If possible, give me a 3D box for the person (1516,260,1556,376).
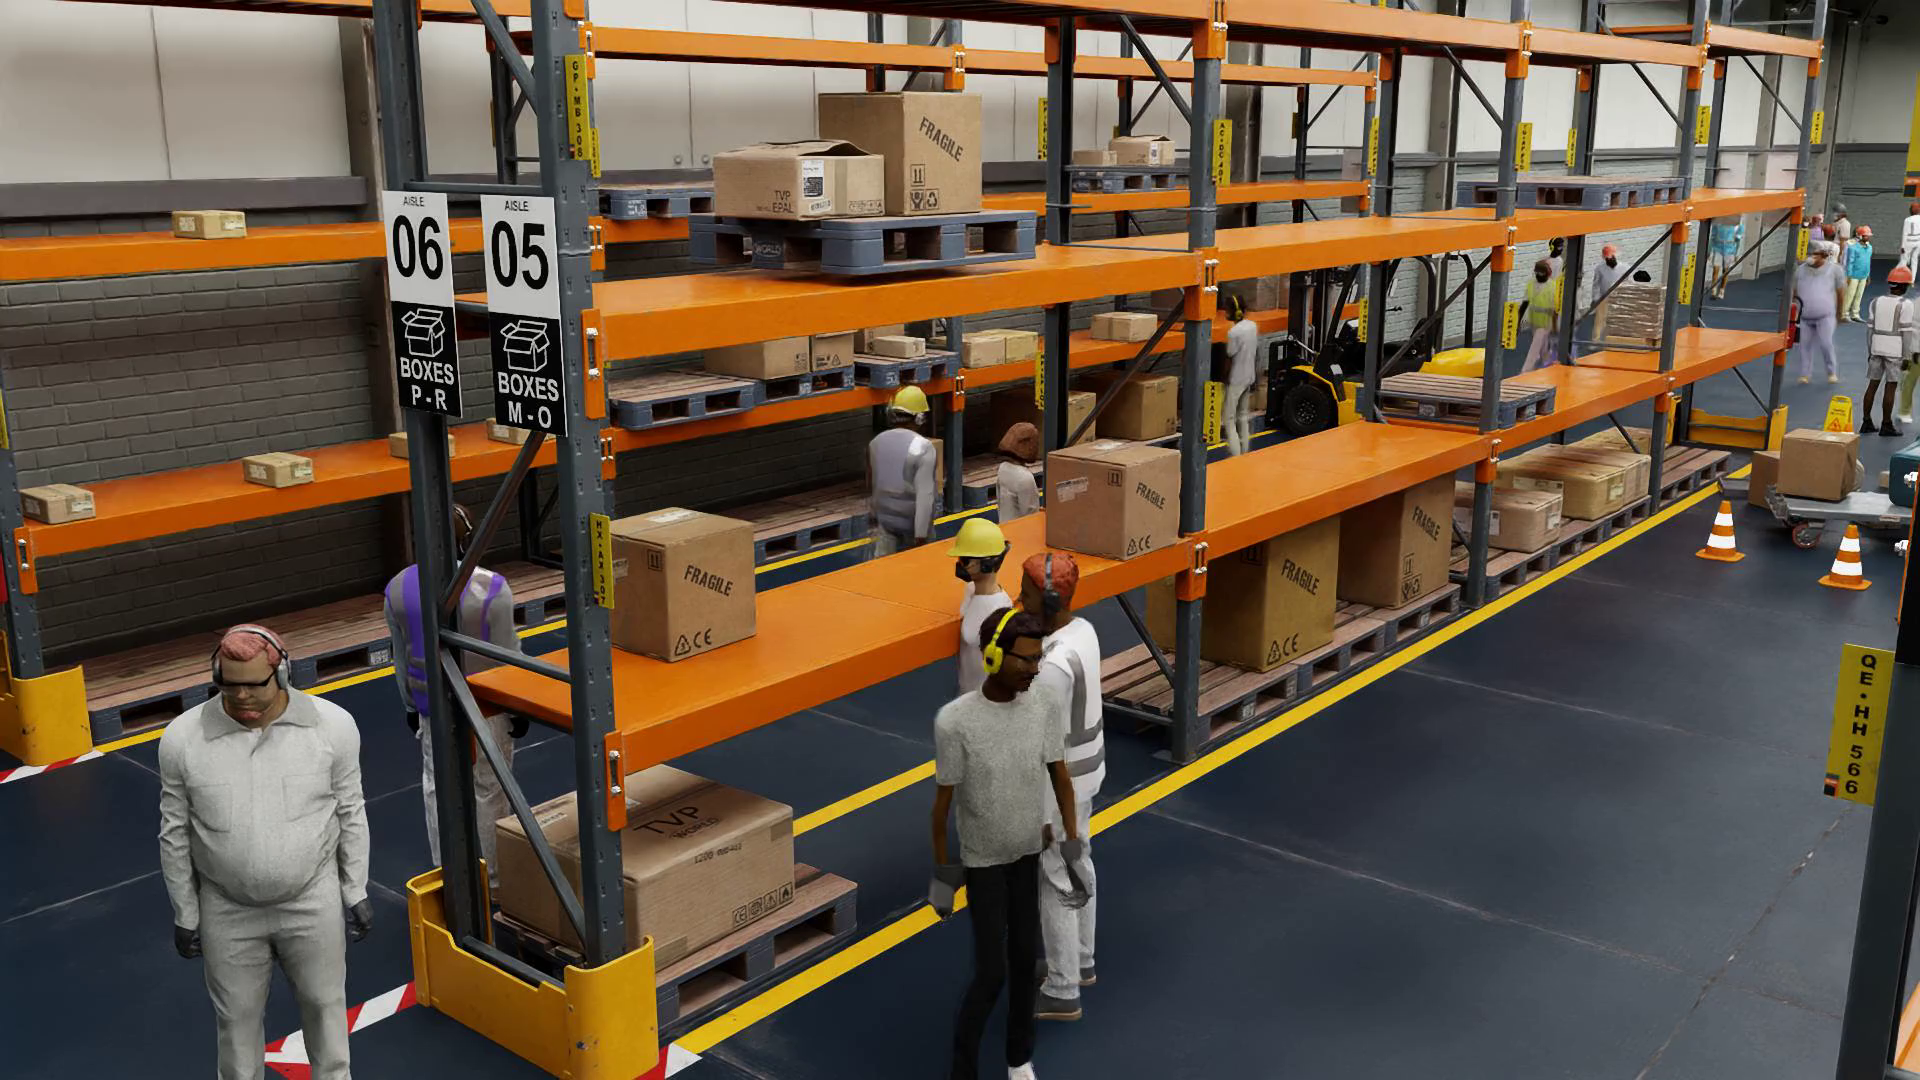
[{"bbox_3d":[7.705,-2.839,22.171,0.936,1.778,0.664,-6,15,-22],"label":"person"}]

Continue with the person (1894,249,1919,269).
[{"bbox_3d":[22.301,-6.924,38.669,0.875,1.851,0.603,-1,14,-3],"label":"person"}]

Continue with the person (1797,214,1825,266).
[{"bbox_3d":[16.379,-5.305,31.970,0.398,1.899,0.651,-3,14,-13],"label":"person"}]

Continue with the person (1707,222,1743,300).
[{"bbox_3d":[15.781,-5.938,34.343,0.628,1.987,1.007,6,15,23],"label":"person"}]

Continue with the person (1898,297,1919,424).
[{"bbox_3d":[11.451,-2.243,19.544,0.600,1.867,1.019,0,14,1],"label":"person"}]

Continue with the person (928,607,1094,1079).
[{"bbox_3d":[0.174,1.155,5.777,0.531,1.853,0.504,-10,17,-34],"label":"person"}]

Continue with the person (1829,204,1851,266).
[{"bbox_3d":[17.949,-5.941,34.259,0.534,2.000,0.891,3,14,11],"label":"person"}]

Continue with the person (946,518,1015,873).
[{"bbox_3d":[0.102,0.763,7.527,0.327,1.769,0.525,-4,14,-16],"label":"person"}]

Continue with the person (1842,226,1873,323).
[{"bbox_3d":[16.425,-4.838,30.368,0.570,1.748,0.347,-6,15,-22],"label":"person"}]

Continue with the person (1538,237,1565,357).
[{"bbox_3d":[9.131,-3.755,25.738,0.511,1.861,0.326,-9,16,-32],"label":"person"}]

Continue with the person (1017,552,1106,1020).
[{"bbox_3d":[0.386,0.958,6.519,0.354,1.878,0.597,5,15,18],"label":"person"}]

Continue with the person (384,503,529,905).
[{"bbox_3d":[-2.237,0.740,7.494,0.628,1.838,0.429,4,14,15],"label":"person"}]

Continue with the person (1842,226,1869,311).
[{"bbox_3d":[17.445,-5.298,32.469,0.513,1.639,0.307,-1,14,-6],"label":"person"}]

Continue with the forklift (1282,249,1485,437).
[{"bbox_3d":[4.886,-2.214,18.767,2.313,2.155,1.214,11,18,38],"label":"forklift"}]

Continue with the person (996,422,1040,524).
[{"bbox_3d":[0.384,0.051,10.704,0.289,1.632,0.497,-5,15,-20],"label":"person"}]

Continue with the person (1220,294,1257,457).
[{"bbox_3d":[2.829,-1.559,16.844,0.342,1.846,0.631,13,19,43],"label":"person"}]

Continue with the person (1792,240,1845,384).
[{"bbox_3d":[11.752,-3.156,22.920,0.732,2.000,0.551,11,18,38],"label":"person"}]

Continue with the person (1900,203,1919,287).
[{"bbox_3d":[21.397,-6.634,37.416,0.594,1.875,0.406,-3,14,-11],"label":"person"}]

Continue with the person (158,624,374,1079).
[{"bbox_3d":[-2.272,1.196,5.495,0.639,1.901,0.406,-5,15,-20],"label":"person"}]

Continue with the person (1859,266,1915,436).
[{"bbox_3d":[10.662,-2.160,19.075,0.362,1.938,0.545,-6,15,-22],"label":"person"}]

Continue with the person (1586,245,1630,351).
[{"bbox_3d":[10.343,-3.848,26.485,0.585,1.681,0.791,8,16,29],"label":"person"}]

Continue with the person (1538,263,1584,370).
[{"bbox_3d":[7.686,-2.655,21.304,0.511,1.844,0.826,-5,15,-20],"label":"person"}]
